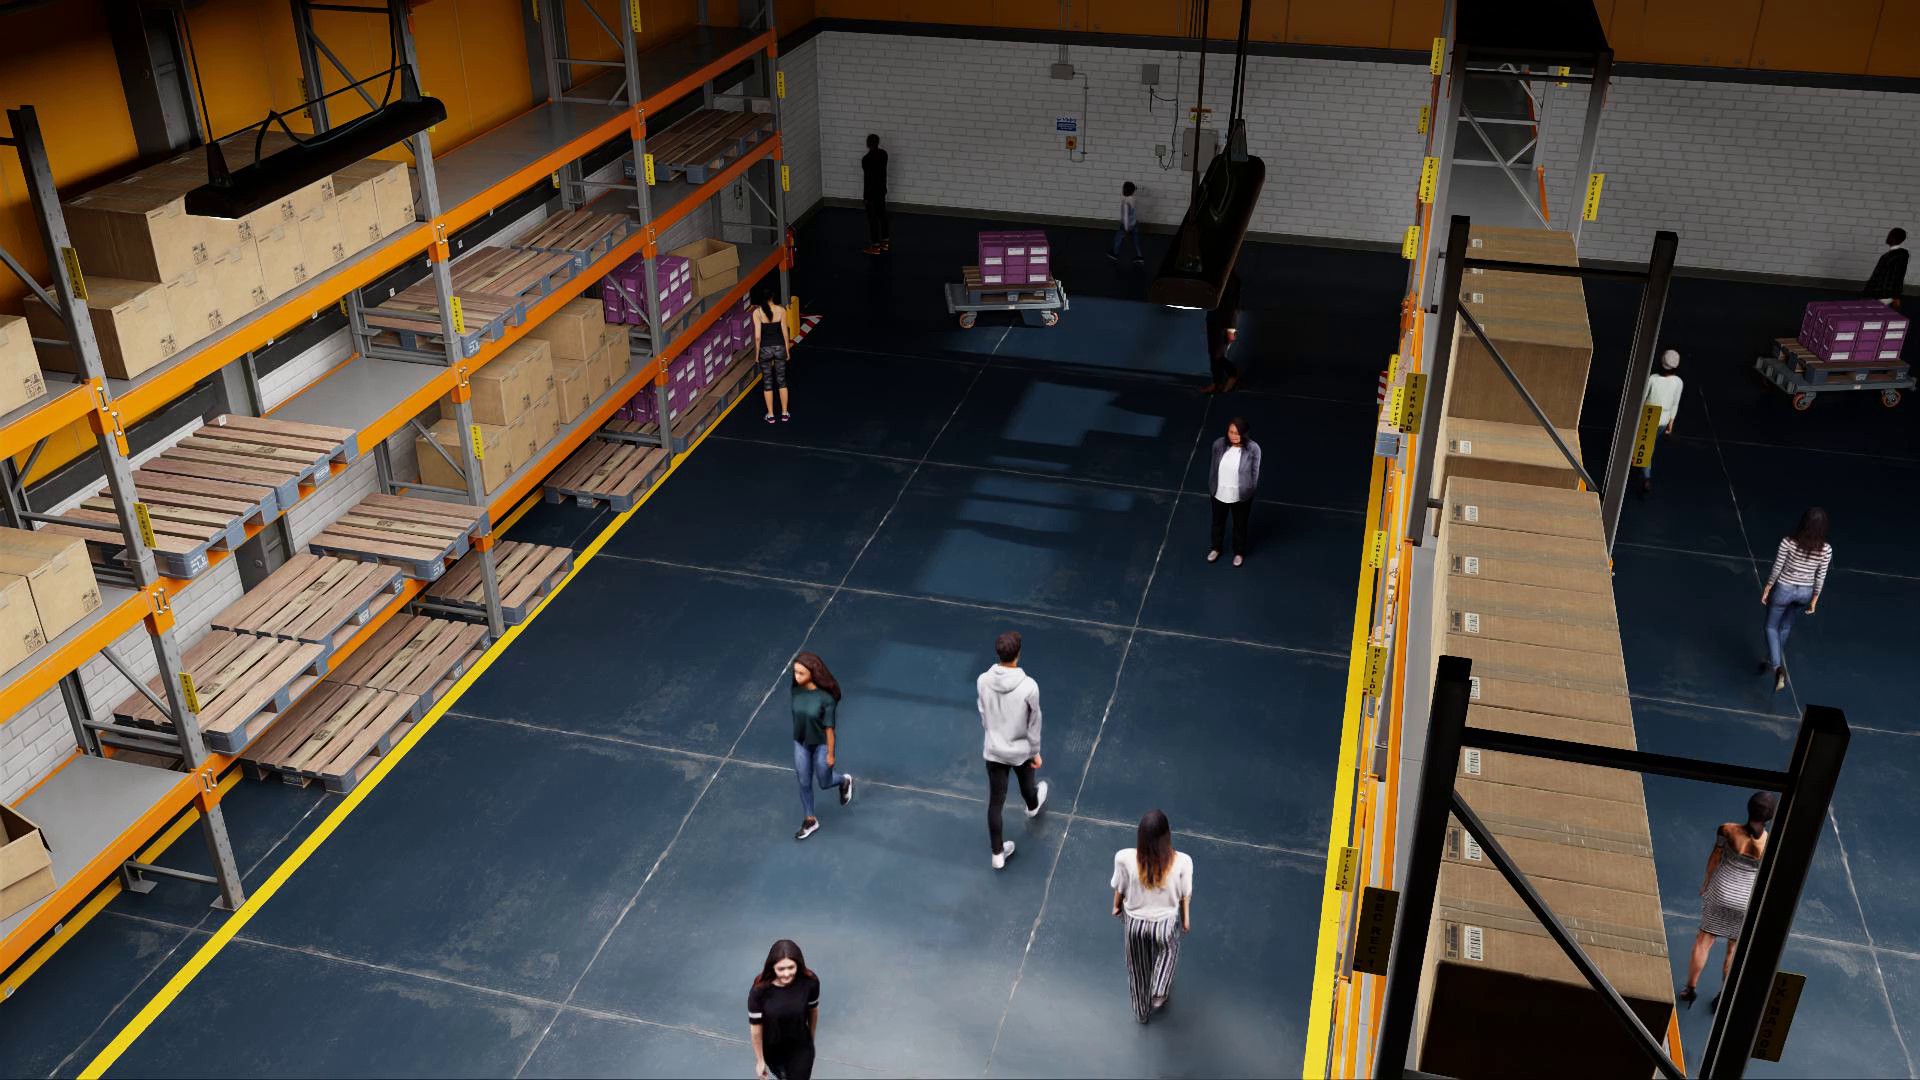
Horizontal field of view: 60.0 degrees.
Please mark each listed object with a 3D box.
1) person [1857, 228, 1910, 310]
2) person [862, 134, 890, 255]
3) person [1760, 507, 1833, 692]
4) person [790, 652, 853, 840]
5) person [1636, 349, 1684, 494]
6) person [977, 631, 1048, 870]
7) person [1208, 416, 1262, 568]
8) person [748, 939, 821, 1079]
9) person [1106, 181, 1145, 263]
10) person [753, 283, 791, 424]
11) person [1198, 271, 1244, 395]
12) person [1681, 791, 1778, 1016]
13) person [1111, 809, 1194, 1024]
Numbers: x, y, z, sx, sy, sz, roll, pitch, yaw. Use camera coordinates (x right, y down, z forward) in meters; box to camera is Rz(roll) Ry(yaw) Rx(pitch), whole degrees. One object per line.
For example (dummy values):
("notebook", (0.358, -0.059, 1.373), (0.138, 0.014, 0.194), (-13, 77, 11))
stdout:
("person", (11.904, -3.067, 21.332), (1.124, 1.782, 1.177), (-16, 32, -26))
("person", (-1.291, -5.288, 25.366), (0.826, 1.817, 0.661), (18, 33, 29))
("person", (7.335, 0.561, 14.694), (0.598, 1.769, 0.971), (7, 29, 13))
("person", (-1.091, 1.562, 13.033), (0.731, 1.602, 0.949), (16, 33, 27))
("person", (7.627, -1.283, 18.242), (0.628, 1.608, 1.090), (5, 29, 9))
("person", (0.329, 1.642, 12.601), (0.760, 1.875, 1.177), (11, 30, 19))
("person", (2.759, -0.503, 16.825), (0.673, 1.595, 0.666), (10, 30, 18))
("person", (-1.106, 3.062, 10.296), (0.942, 1.590, 1.202), (-6, 29, -11))
("person", (2.585, -4.752, 24.992), (0.811, 1.234, 0.880), (24, 37, 37))
("person", (-2.247, -2.236, 19.865), (0.657, 1.727, 0.673), (-7, 29, -12))
("person", (3.305, -2.679, 20.507), (0.969, 1.891, 0.905), (-11, 30, -19))
("person", (5.194, 2.444, 11.187), (0.631, 1.821, 0.594), (14, 32, 25))
("person", (1.277, 2.567, 11.126), (0.746, 1.664, 0.731), (3, 29, 6))
